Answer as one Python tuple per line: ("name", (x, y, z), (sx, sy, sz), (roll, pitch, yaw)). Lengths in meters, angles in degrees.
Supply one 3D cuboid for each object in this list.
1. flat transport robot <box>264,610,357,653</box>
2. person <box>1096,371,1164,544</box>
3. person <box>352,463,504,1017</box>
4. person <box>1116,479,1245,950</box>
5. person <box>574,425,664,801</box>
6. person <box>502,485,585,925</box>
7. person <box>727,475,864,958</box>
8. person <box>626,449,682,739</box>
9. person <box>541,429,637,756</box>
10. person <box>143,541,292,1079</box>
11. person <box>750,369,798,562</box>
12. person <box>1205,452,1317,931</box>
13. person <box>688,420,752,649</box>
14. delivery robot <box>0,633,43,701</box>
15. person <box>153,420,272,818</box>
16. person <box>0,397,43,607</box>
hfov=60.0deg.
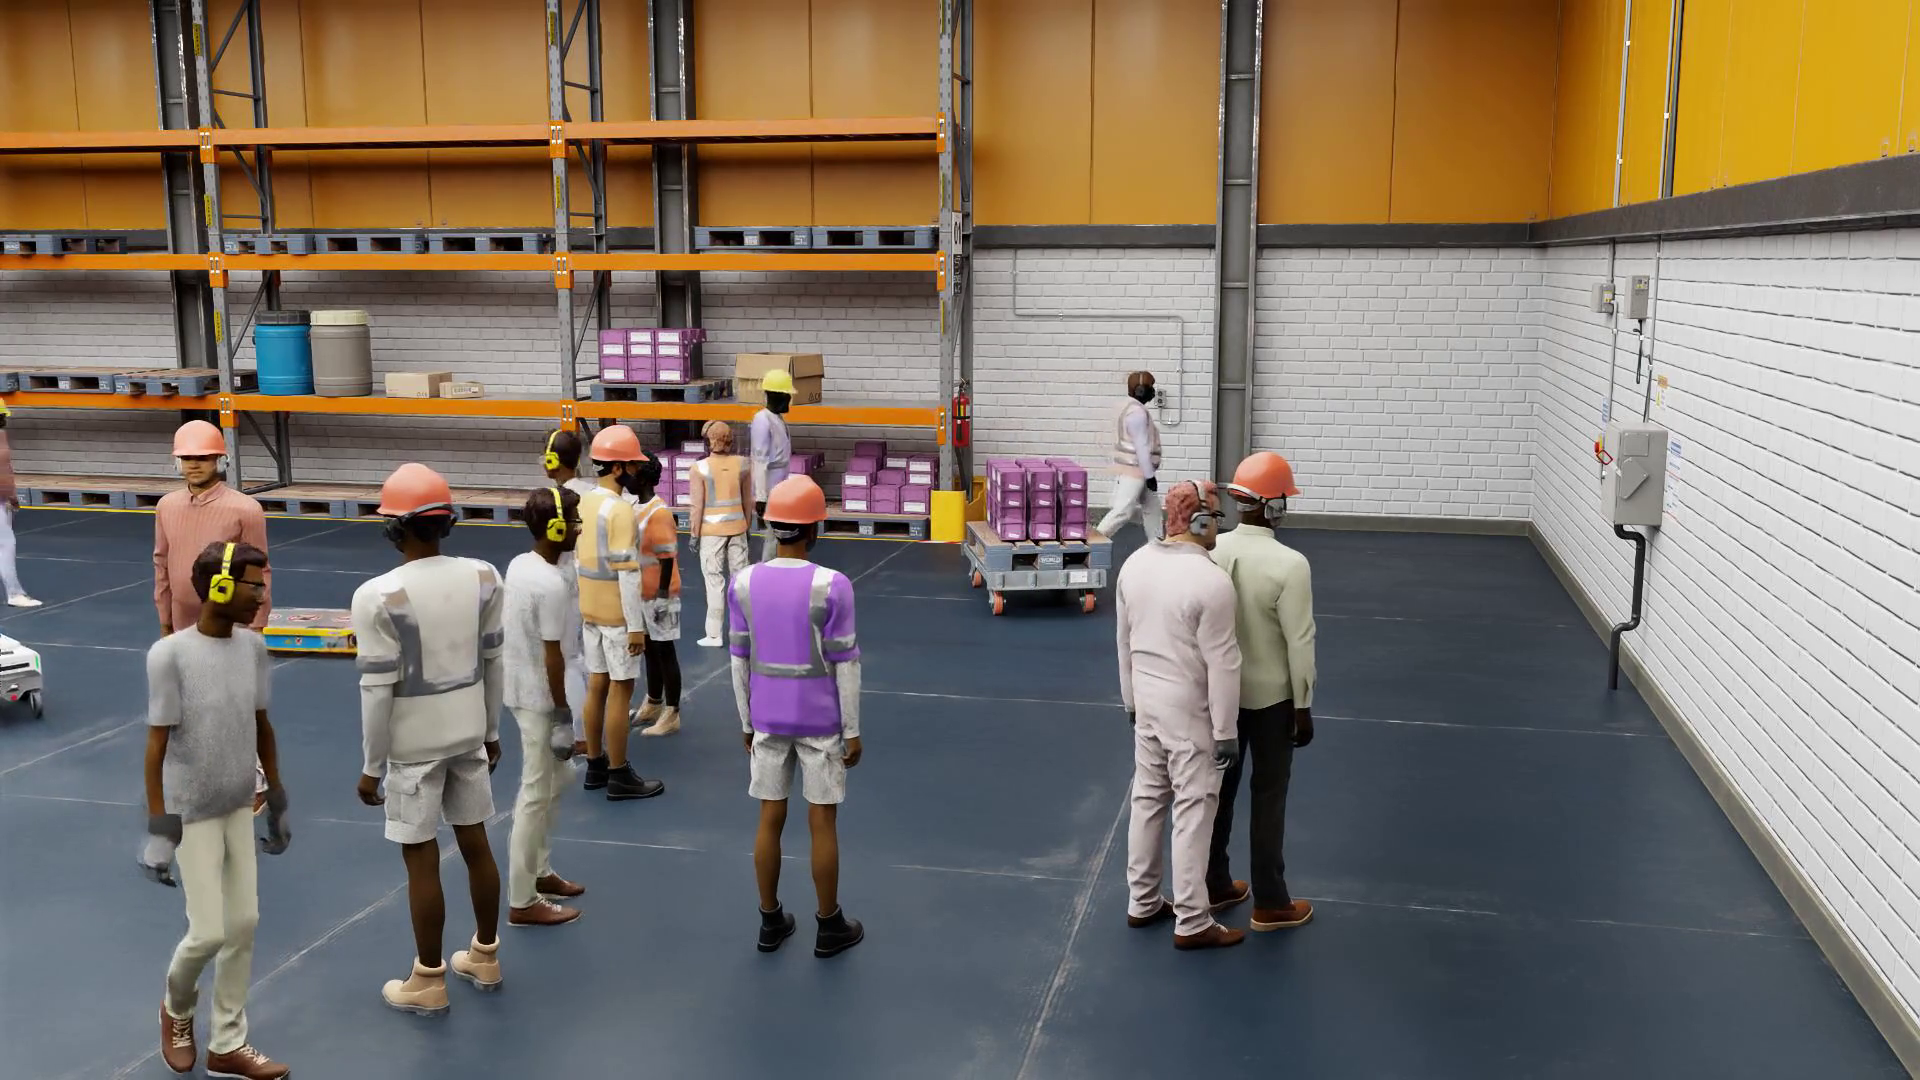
("flat transport robot", (-4.596, 0.651, 11.881), (1.431, 0.197, 0.652), (1, 10, 7))
("person", (1.513, -0.614, 14.859), (0.941, 1.809, 0.617), (1, 10, 4))
("person", (-1.960, 0.735, 6.148), (0.373, 2.044, 0.606), (7, 12, 36))
("person", (0.922, 0.698, 6.776), (0.402, 1.904, 0.652), (-6, 11, -32))
("person", (-1.772, 0.371, 8.616), (0.376, 1.935, 0.550), (-7, 12, -36))
("person", (-1.756, 0.696, 6.981), (0.425, 1.846, 0.541), (-5, 11, -29))
("person", (-0.642, 0.705, 6.637), (0.544, 1.939, 0.354), (3, 10, 17))
("person", (-1.804, 0.306, 9.714), (0.322, 1.695, 0.536), (-6, 11, -30))
("person", (-2.141, 0.312, 9.240), (0.448, 1.849, 0.525), (1, 10, 8))
("person", (-2.528, 0.929, 5.610), (0.506, 1.841, 0.596), (4, 10, 20))
("person", (-1.480, -0.424, 13.409), (0.415, 1.912, 0.592), (1, 10, 3))
("person", (1.229, 0.626, 6.936), (0.381, 1.994, 0.620), (-8, 13, -41))
("person", (-1.710, -0.041, 11.928), (0.512, 1.642, 0.311), (-8, 12, -38))
("delivery robot", (-5.894, 0.753, 10.144), (0.707, 0.478, 0.477), (8, 13, 43))
("person", (-3.717, 0.400, 8.264), (0.615, 1.997, 0.373), (2, 10, 11))
("person", (-7.763, -0.308, 13.216), (0.692, 1.733, 0.544), (-2, 10, -9))
